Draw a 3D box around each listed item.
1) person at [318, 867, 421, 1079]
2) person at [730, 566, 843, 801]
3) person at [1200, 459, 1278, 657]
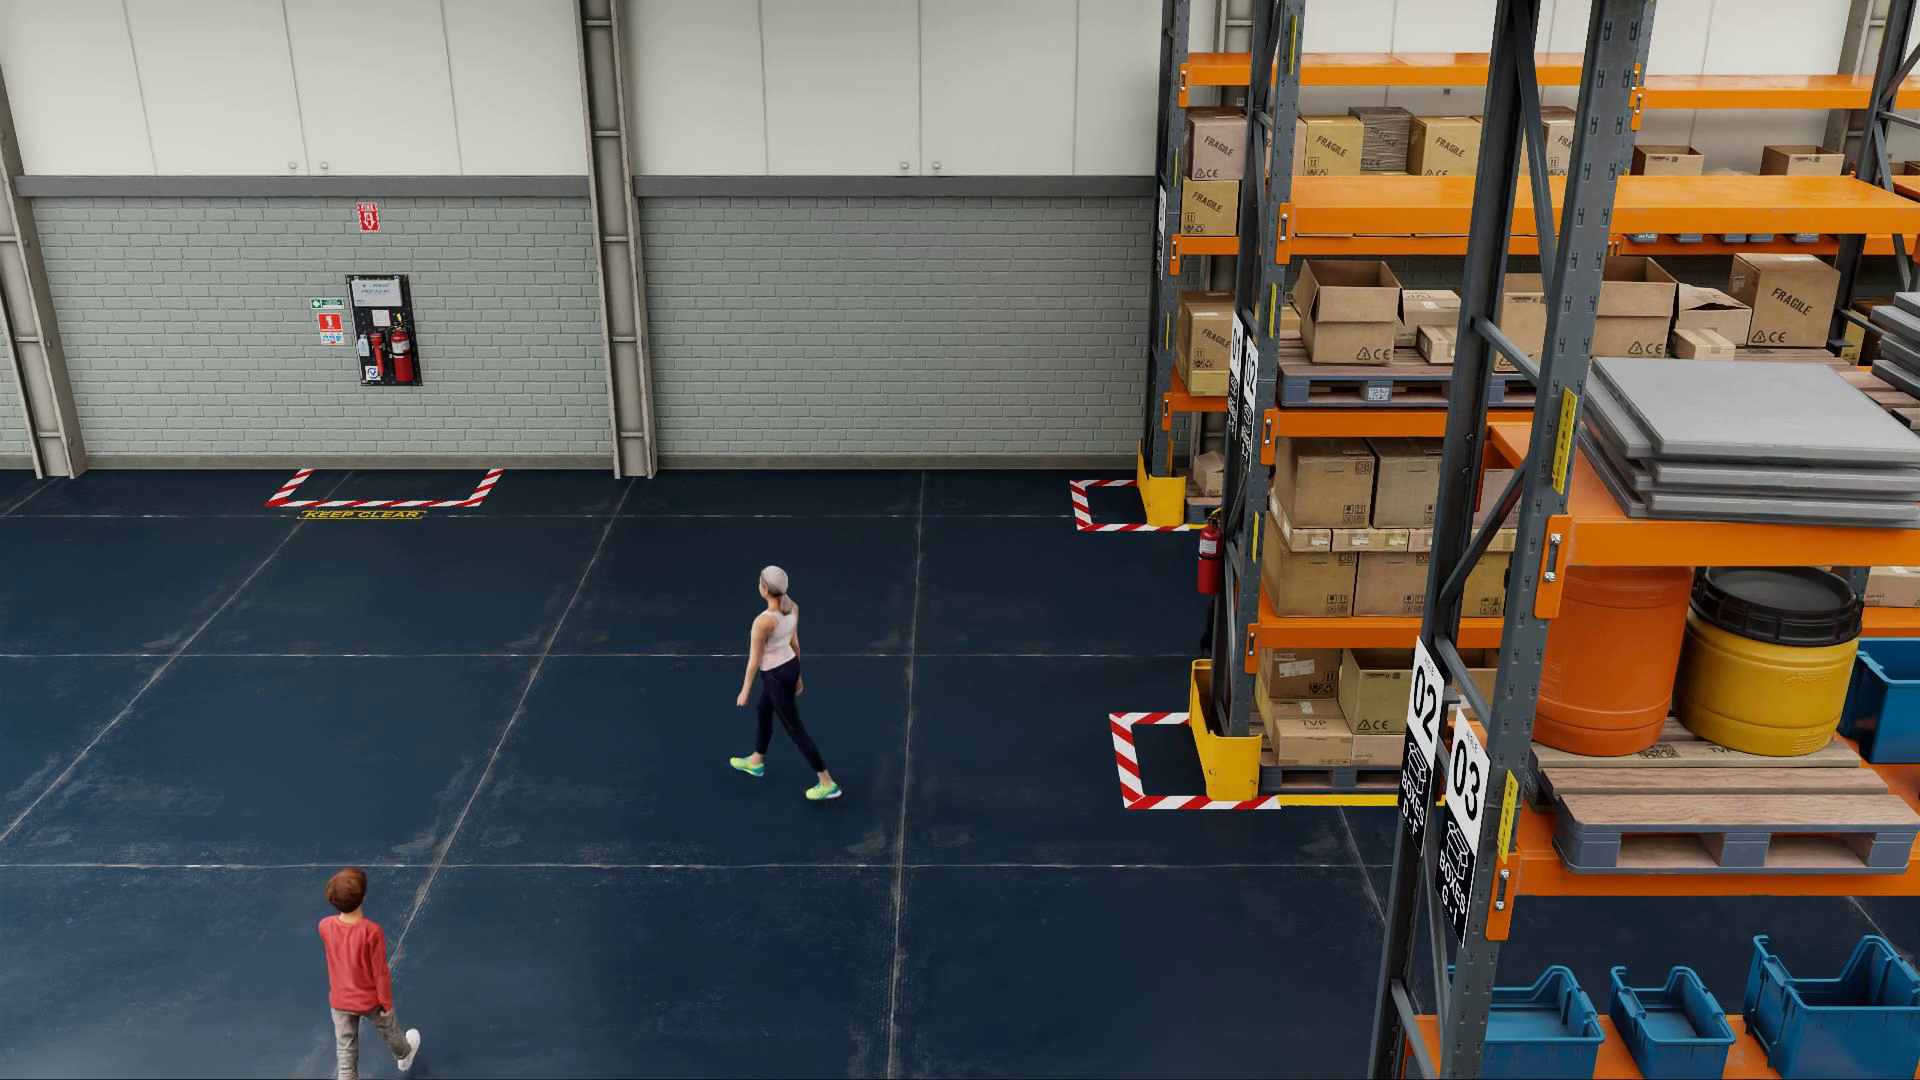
[{"bbox_3d":[-3.083,2.355,8.435,0.840,1.387,0.596,1,23,3],"label":"person"},{"bbox_3d":[-1.142,1.015,11.242,1.253,1.656,0.966,11,25,24],"label":"person"},{"bbox_3d":[2.200,0.192,13.118,1.185,1.702,0.838,-5,23,-11],"label":"person"}]
